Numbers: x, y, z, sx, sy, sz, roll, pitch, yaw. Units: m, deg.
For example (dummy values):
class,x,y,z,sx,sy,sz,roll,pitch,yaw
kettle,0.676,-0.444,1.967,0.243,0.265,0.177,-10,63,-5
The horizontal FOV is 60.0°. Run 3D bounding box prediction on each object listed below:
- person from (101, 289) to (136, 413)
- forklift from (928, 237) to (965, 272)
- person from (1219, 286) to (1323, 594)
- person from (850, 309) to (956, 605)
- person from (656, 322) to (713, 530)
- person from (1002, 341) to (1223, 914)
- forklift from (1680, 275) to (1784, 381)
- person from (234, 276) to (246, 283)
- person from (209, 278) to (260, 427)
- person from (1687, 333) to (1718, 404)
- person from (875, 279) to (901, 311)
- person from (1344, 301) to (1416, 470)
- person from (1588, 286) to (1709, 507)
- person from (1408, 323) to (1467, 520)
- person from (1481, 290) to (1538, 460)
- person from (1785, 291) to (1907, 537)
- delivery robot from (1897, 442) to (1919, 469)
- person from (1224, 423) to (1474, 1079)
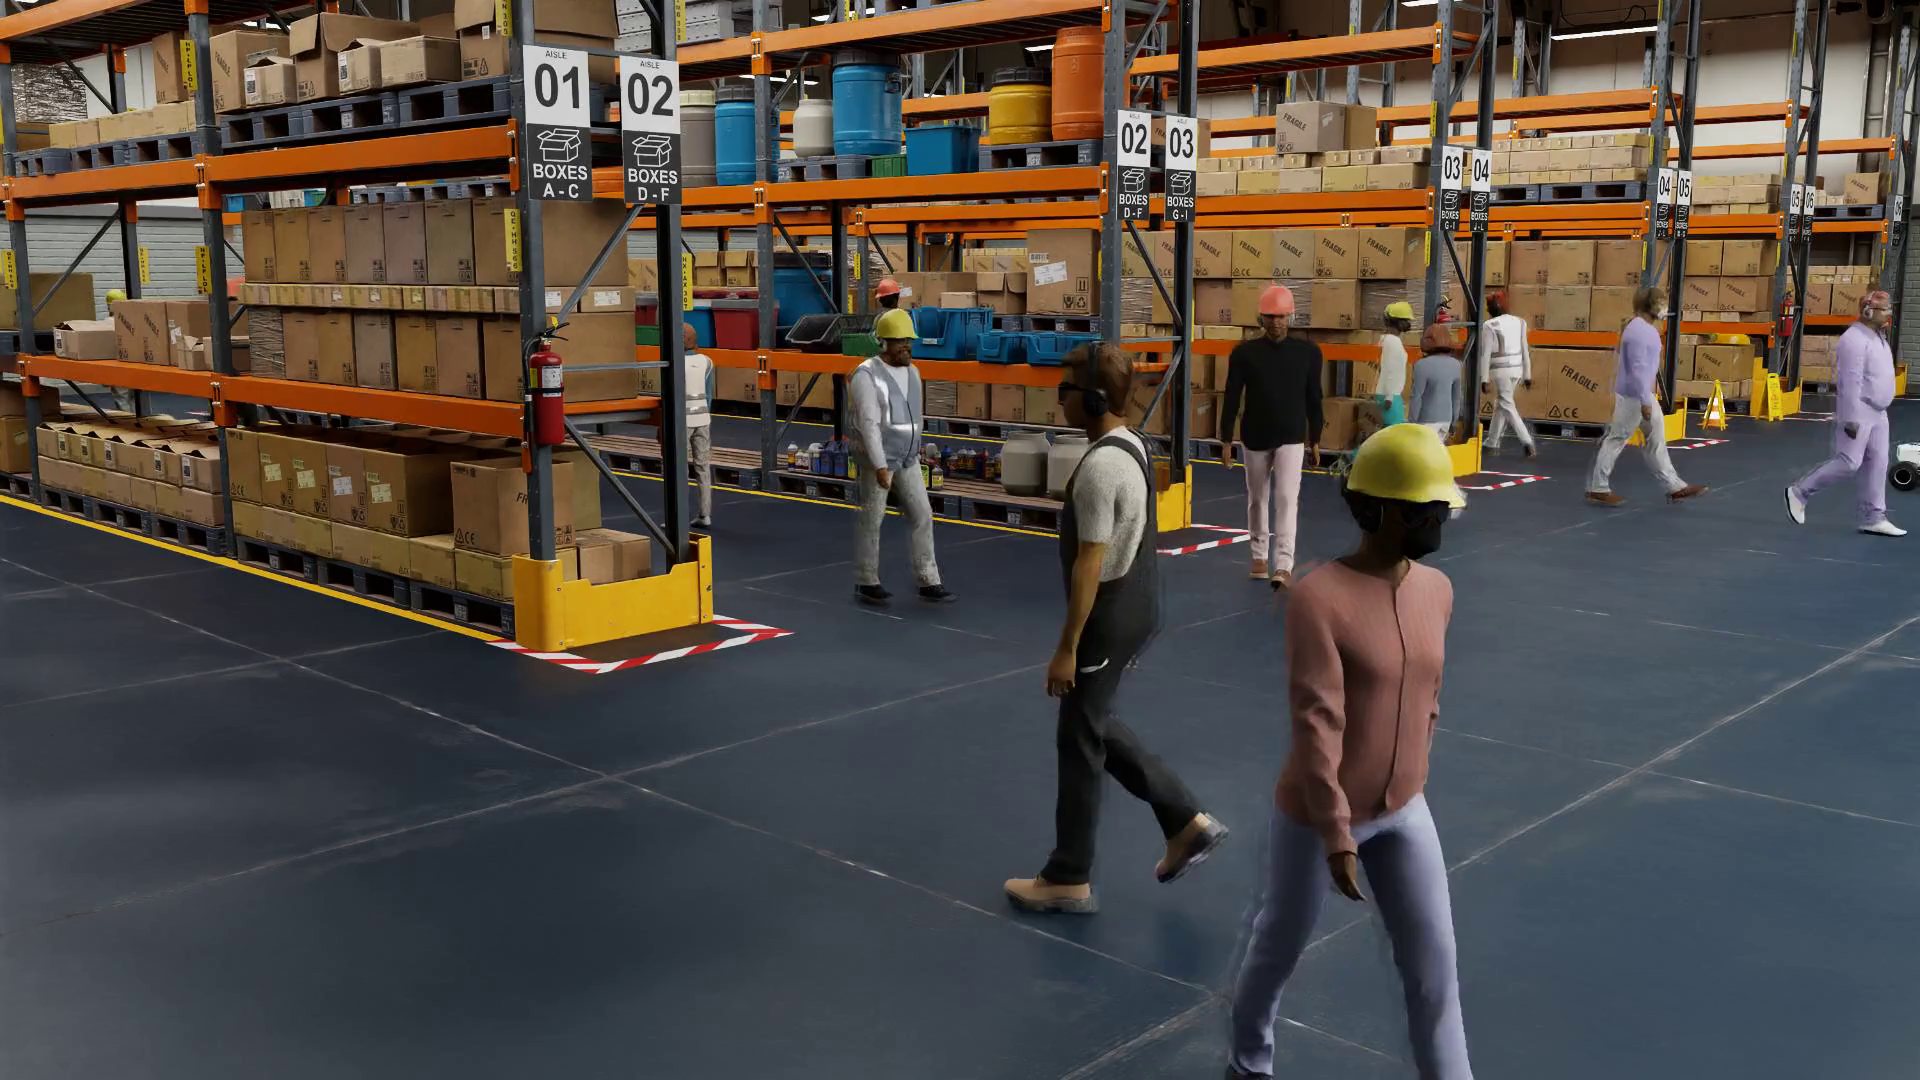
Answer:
class,x,y,z,sx,sy,sz,roll,pitch,yaw
person,-9.564,-1.952,19.014,0.428,1.819,0.620,5,11,29
forklift,-0.326,-5.817,39.609,1.129,2.768,1.873,9,13,43
person,2.002,-0.656,10.723,0.654,1.935,1.042,2,9,12
person,-0.345,-0.480,10.047,0.787,1.799,0.595,9,13,42
person,-2.154,-0.890,13.082,0.320,1.637,0.525,9,13,43
person,0.471,0.289,5.254,0.629,1.831,0.537,3,10,15
forklift,12.480,-3.427,27.053,1.214,2.155,2.313,9,13,43
person,-10.617,-2.904,24.544,1.037,1.946,0.629,-7,12,-38
person,-7.084,-1.561,16.231,1.002,1.945,0.621,8,12,41
person,11.366,-3.002,25.465,0.429,1.827,0.634,8,12,42
person,-0.789,-2.002,18.984,0.361,1.935,0.544,-3,10,-17
person,4.016,-1.381,15.744,0.580,1.745,0.537,3,10,18
person,5.940,-1.215,14.283,1.004,1.888,0.665,6,11,32
person,3.891,-0.950,13.511,0.508,1.608,0.654,-6,11,-31
person,5.957,-1.789,18.030,0.641,1.835,0.966,-5,10,-27
person,6.967,-0.992,12.950,0.650,1.885,0.795,-8,12,-39
delivery robot,9.127,-0.763,15.445,0.477,0.478,0.707,-8,12,-40
person,0.920,0.603,3.687,0.536,1.714,0.921,-5,11,-29
